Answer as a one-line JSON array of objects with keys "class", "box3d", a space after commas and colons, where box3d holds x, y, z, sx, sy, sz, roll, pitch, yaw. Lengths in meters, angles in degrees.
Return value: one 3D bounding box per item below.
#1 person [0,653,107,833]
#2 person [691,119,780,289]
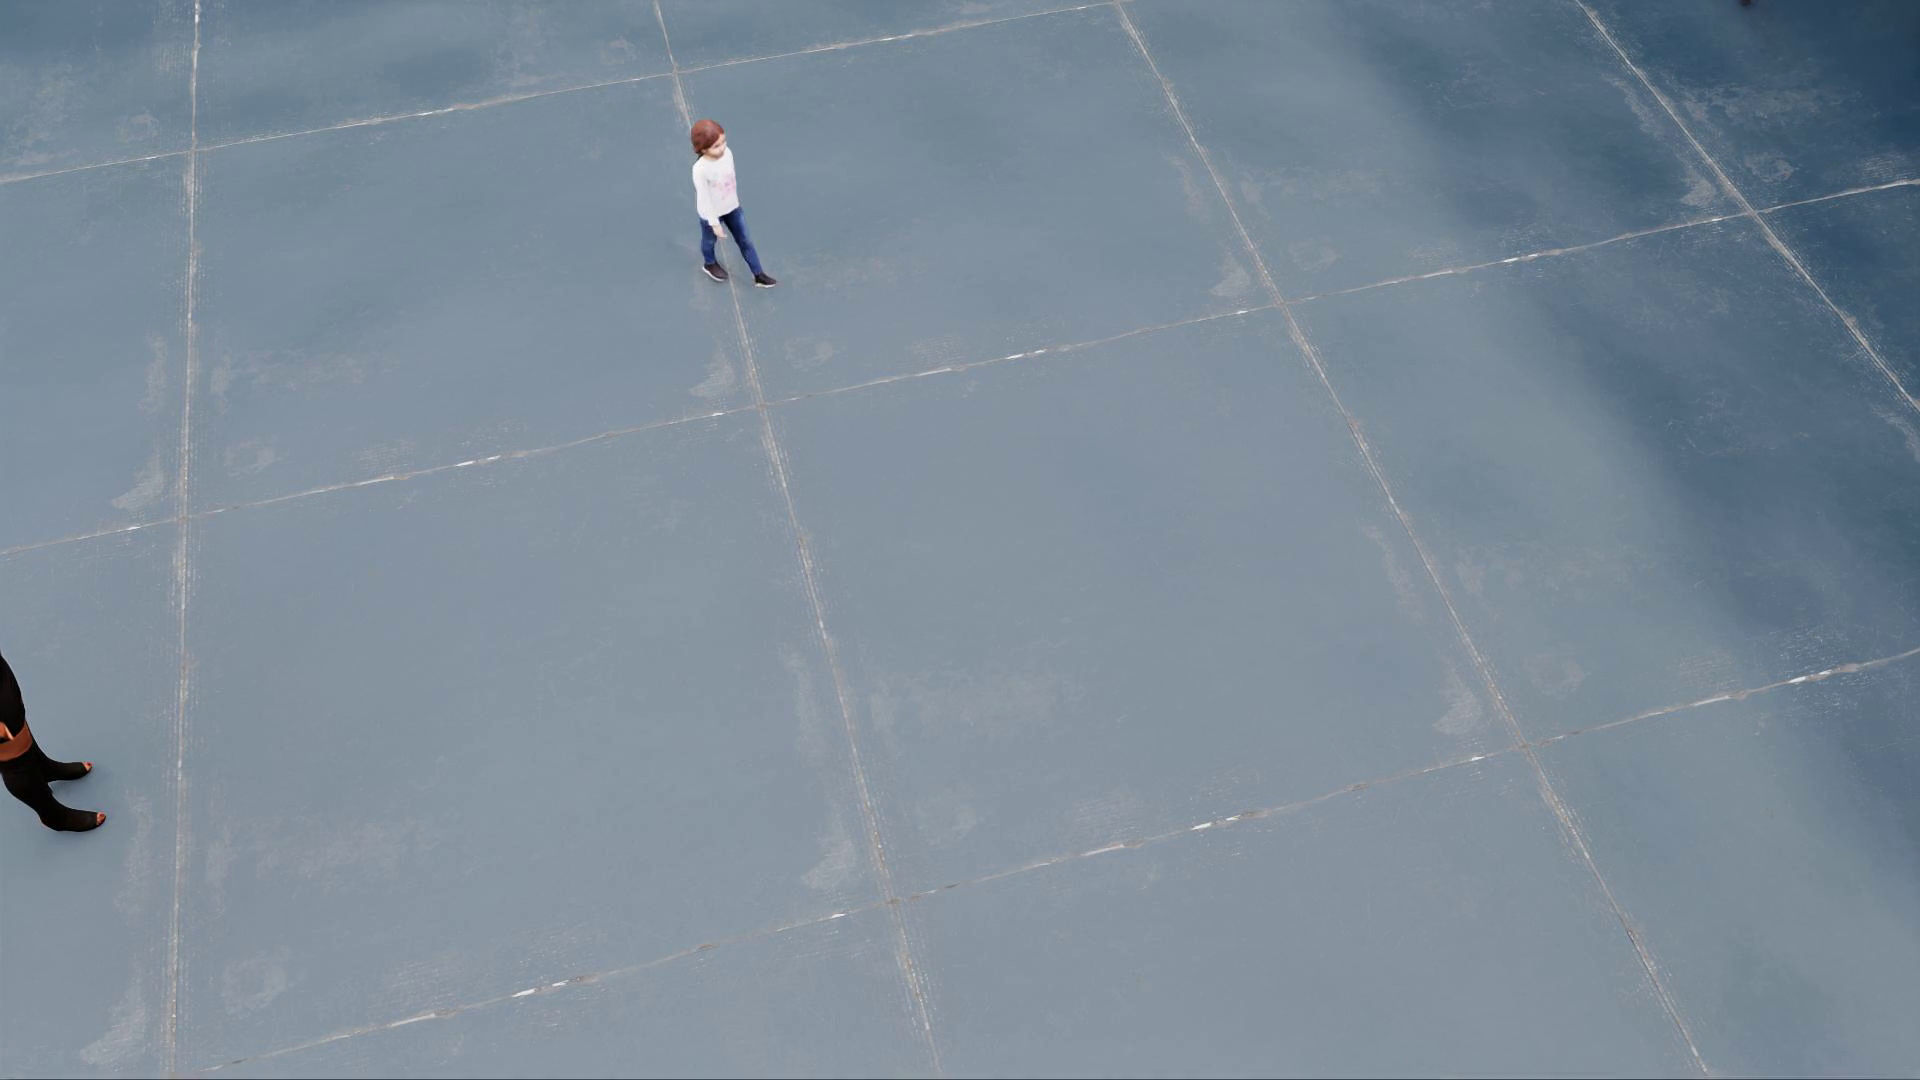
[{"class": "person", "box3d": [-4.003, 0.609, 6.753, 0.754, 1.856, 0.613, -24, 56, -17]}, {"class": "person", "box3d": [-1.369, -1.855, 9.144, 0.785, 1.092, 0.657, 36, 60, 24]}]
